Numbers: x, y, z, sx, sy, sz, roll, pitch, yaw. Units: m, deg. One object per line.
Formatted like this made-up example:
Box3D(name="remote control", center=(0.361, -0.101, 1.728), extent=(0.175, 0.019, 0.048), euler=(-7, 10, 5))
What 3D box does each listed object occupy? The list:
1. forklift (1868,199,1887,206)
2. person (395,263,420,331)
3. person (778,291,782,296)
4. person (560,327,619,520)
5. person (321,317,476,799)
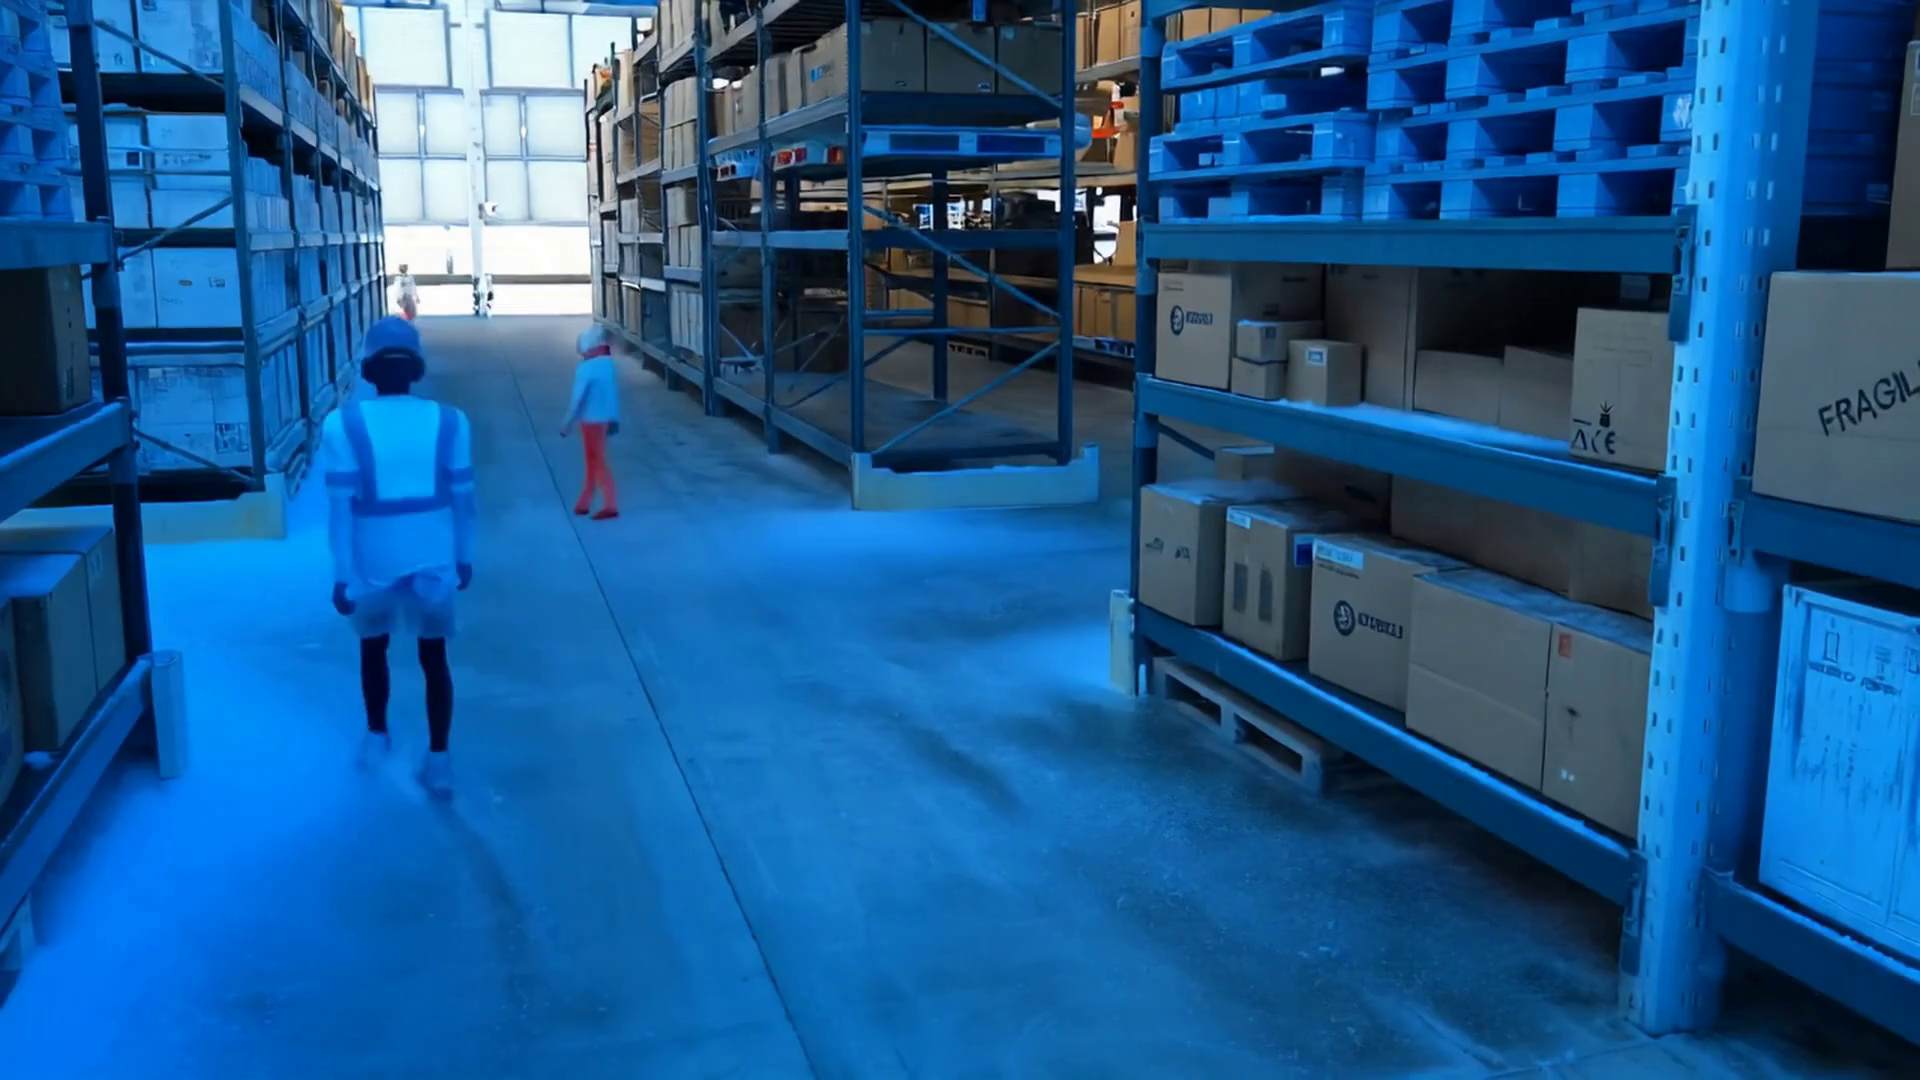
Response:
Box3D(name="forklift", center=(11.338, -2.915, 21.052), extent=(1.129, 2.768, 1.873), euler=(-3, 11, -17))
Box3D(name="person", center=(-13.341, -5.829, 40.166), extent=(0.494, 1.728, 0.592), euler=(10, 14, 44))
Box3D(name="person", center=(-4.609, -5.792, 39.775), extent=(0.649, 1.808, 0.859), euler=(-3, 11, -15))
Box3D(name="person", center=(-3.064, -0.963, 13.840), extent=(0.544, 1.601, 0.547), euler=(4, 11, 20))
Box3D(name="person", center=(-2.406, 0.058, 7.144), extent=(0.634, 2.004, 0.902), euler=(-6, 12, -30))
